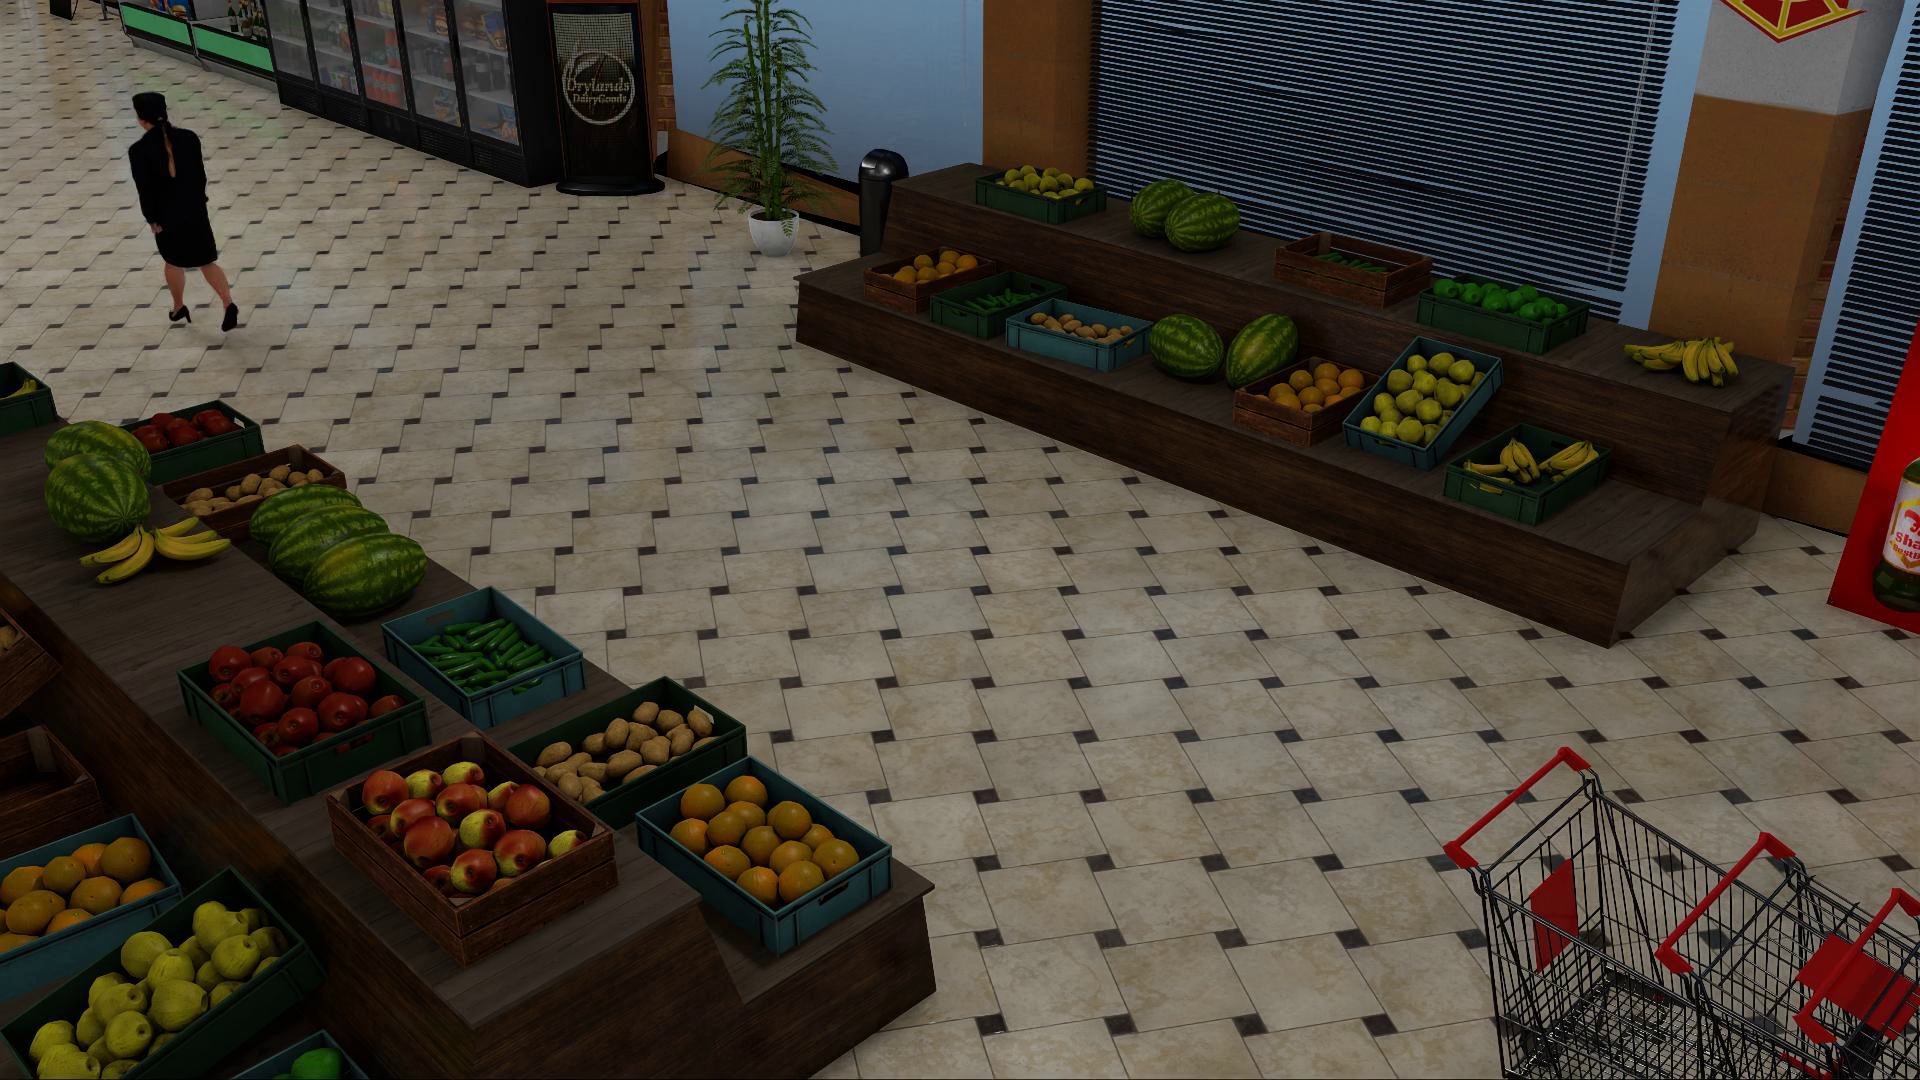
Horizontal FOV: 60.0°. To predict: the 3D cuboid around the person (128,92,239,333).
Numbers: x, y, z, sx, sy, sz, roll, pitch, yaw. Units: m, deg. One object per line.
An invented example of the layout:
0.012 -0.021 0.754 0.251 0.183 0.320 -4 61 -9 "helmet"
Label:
-5.339 -2.215 11.498 1.049 1.639 0.721 22 34 37 "person"
